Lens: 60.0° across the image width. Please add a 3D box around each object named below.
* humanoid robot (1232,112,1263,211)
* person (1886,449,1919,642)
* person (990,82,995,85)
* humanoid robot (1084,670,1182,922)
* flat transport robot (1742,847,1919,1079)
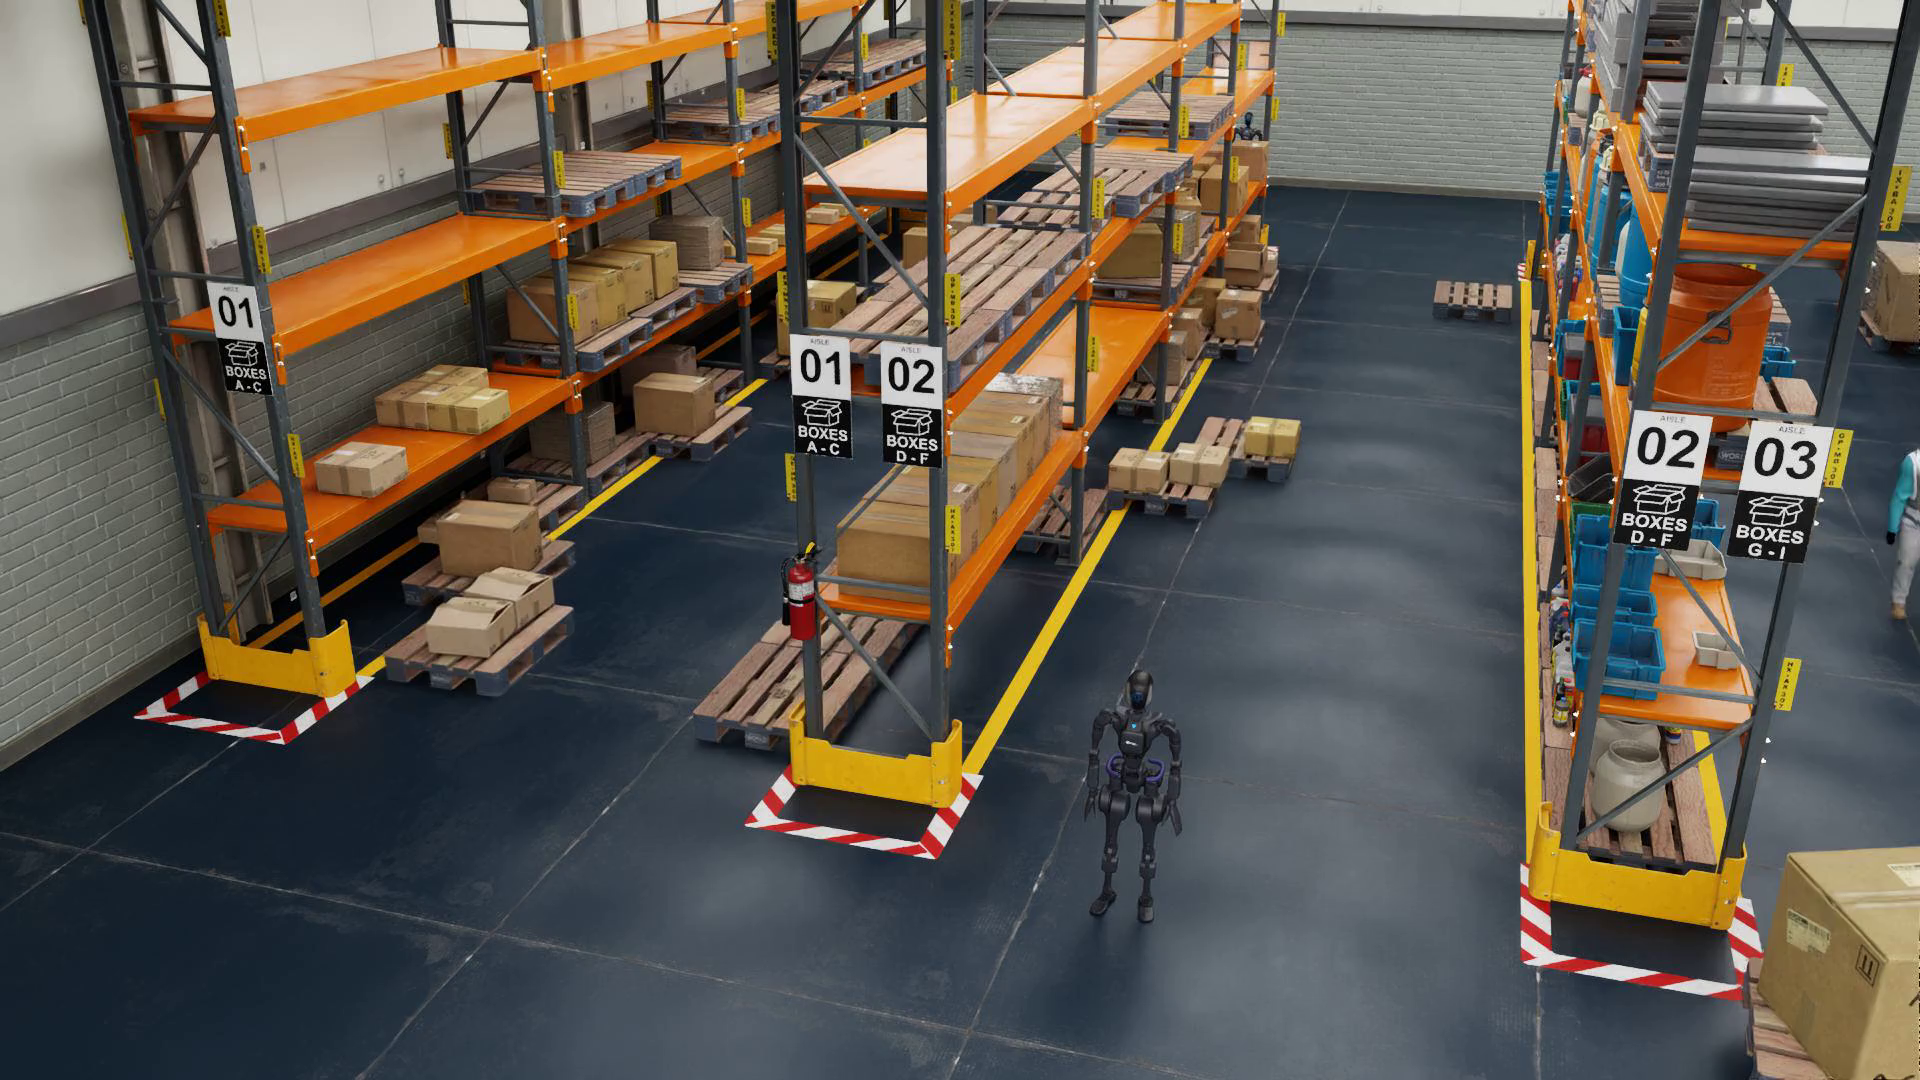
[{"bbox_3d":[4.868,-6.443,28.314,0.599,1.659,0.315,7,24,16],"label":"humanoid robot"},{"bbox_3d":[7.831,-0.077,13.419,0.656,1.786,0.962,8,25,19],"label":"person"},{"bbox_3d":[0.627,-7.524,30.689,0.537,1.798,0.333,7,24,16],"label":"person"},{"bbox_3d":[1.037,1.512,9.869,0.599,1.659,0.315,7,24,16],"label":"humanoid robot"},{"bbox_3d":[4.709,2.826,8.620,0.659,0.231,1.431,9,25,19],"label":"flat transport robot"}]
